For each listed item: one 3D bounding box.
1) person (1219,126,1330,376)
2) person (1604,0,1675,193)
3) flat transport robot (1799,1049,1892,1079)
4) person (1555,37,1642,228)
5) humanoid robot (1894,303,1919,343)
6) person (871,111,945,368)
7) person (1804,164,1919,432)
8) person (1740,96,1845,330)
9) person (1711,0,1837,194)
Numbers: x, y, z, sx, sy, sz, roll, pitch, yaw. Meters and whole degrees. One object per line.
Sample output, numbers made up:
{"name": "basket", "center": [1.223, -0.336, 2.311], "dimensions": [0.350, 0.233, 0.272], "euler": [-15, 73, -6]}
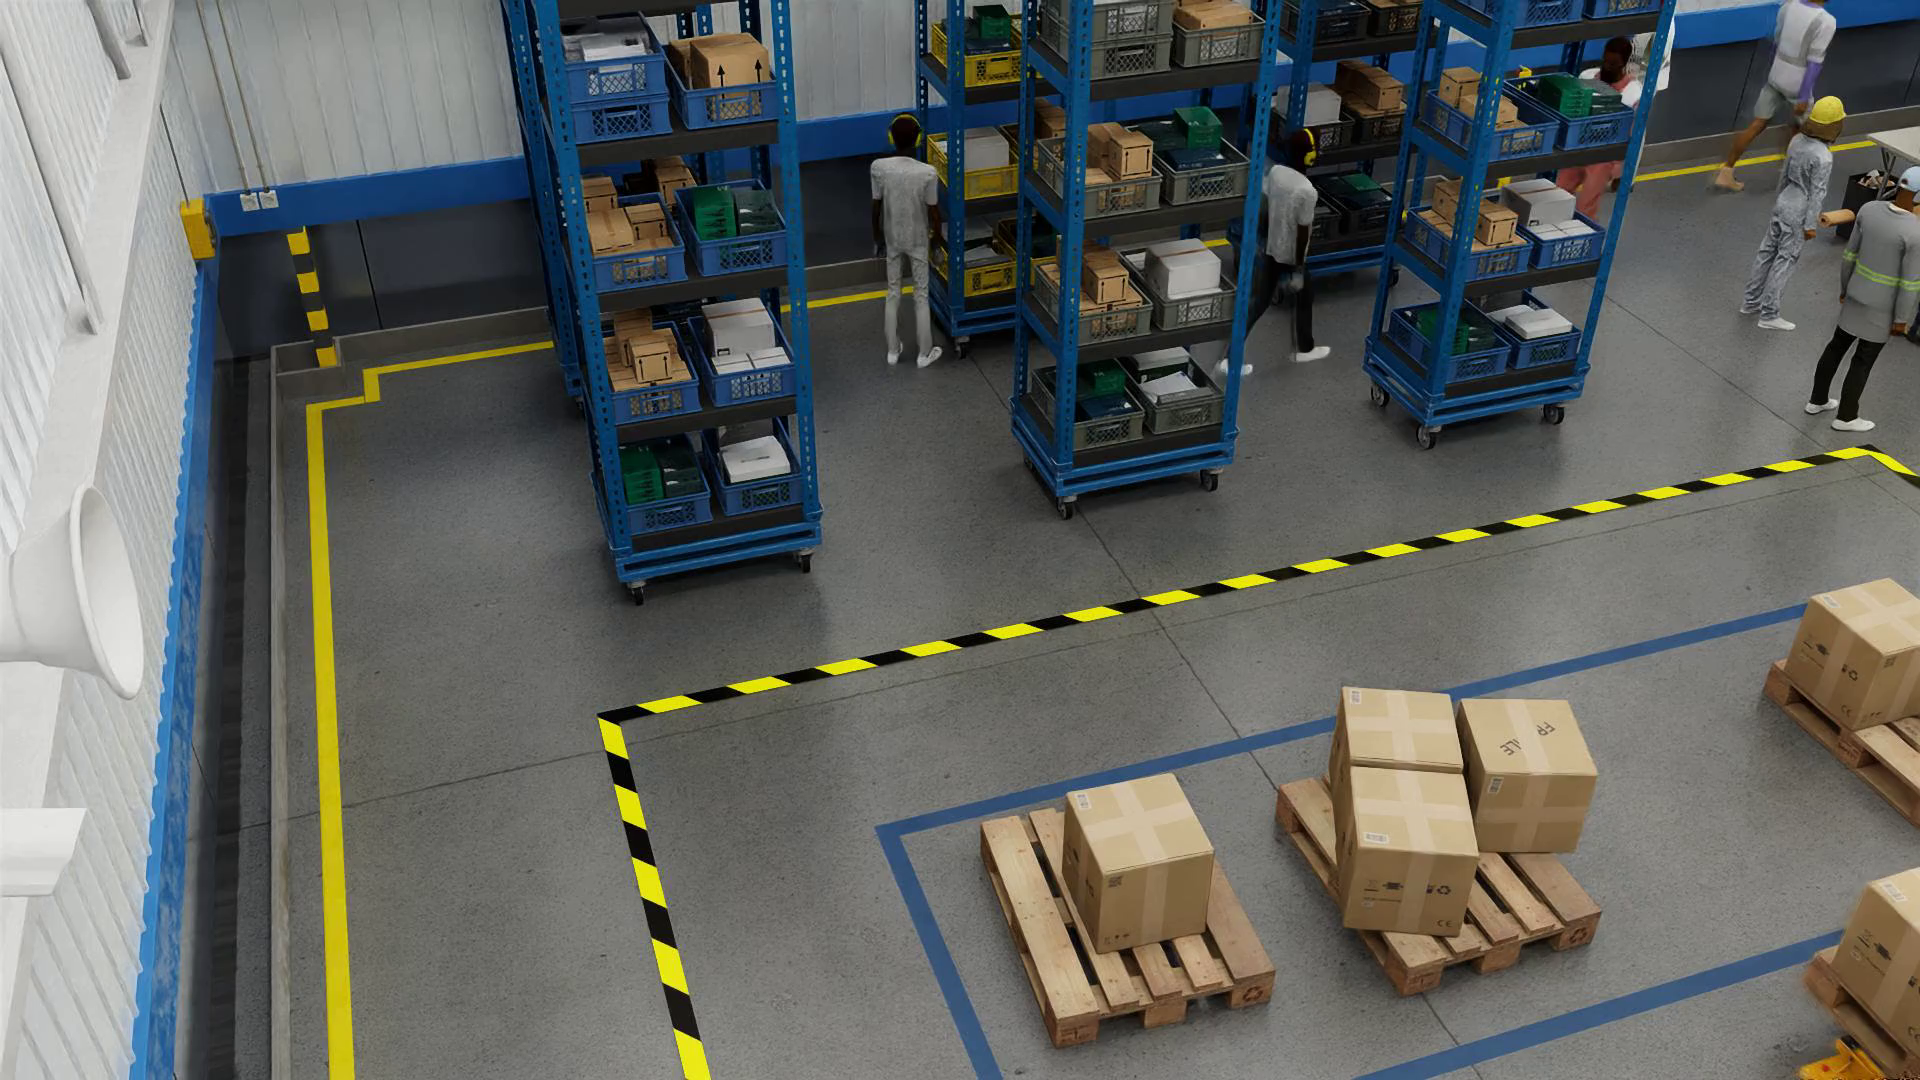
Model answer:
{"name": "person", "center": [2.248, -1.992, 11.528], "dimensions": [0.946, 1.826, 0.529], "euler": [-19, 39, -25]}
{"name": "person", "center": [5.819, -3.869, 14.179], "dimensions": [0.389, 1.838, 0.562], "euler": [9, 36, 13]}
{"name": "flat transport robot", "center": [4.302, 2.223, 6.879], "dimensions": [1.431, 0.197, 0.652], "euler": [-11, 37, -15]}
{"name": "person", "center": [4.887, -2.952, 12.820], "dimensions": [0.469, 1.903, 0.616], "euler": [-21, 40, -27]}
{"name": "humanoid robot", "center": [7.085, -2.008, 11.724], "dimensions": [0.603, 1.615, 0.764], "euler": [-15, 38, -20]}
{"name": "person", "center": [-0.355, -2.080, 11.616], "dimensions": [0.535, 1.866, 0.335], "euler": [8, 36, 11]}
{"name": "person", "center": [6.025, -1.587, 10.933], "dimensions": [0.386, 1.851, 0.588], "euler": [-11, 37, -16]}
{"name": "person", "center": [6.123, -2.393, 12.165], "dimensions": [0.287, 1.746, 0.487], "euler": [-4, 35, -6]}
{"name": "person", "center": [7.034, -3.899, 14.093], "dimensions": [1.035, 1.993, 0.623], "euler": [-12, 37, -16]}
